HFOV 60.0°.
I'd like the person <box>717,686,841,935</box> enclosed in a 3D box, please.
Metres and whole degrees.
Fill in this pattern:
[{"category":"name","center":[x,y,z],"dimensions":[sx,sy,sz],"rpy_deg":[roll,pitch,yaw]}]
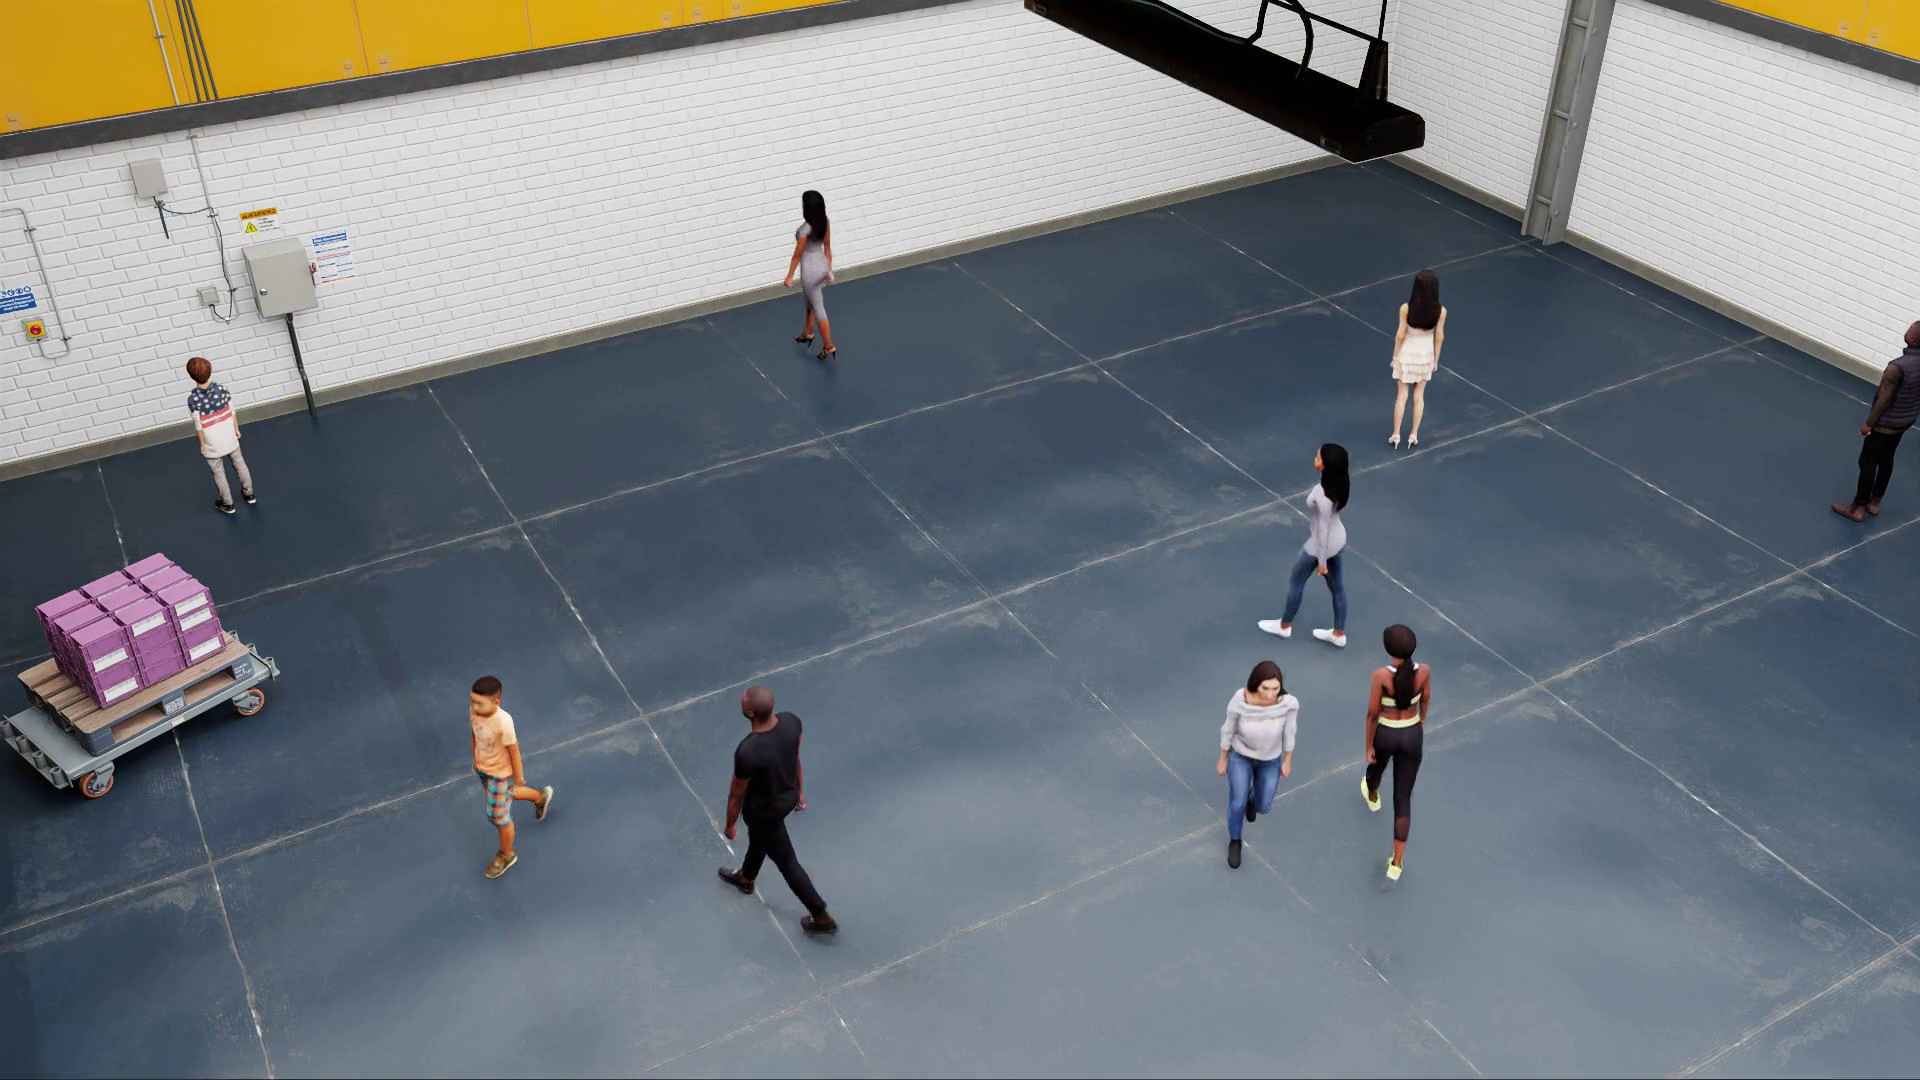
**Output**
[{"category":"person","center":[-1.070,1.662,9.996],"dimensions":[1.321,1.772,1.054],"rpy_deg":[20,39,28]}]

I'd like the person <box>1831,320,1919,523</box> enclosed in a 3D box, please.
[{"category":"person","center":[7.801,-1.005,13.951],"dimensions":[0.703,1.836,0.557],"rpy_deg":[-16,37,-23]}]

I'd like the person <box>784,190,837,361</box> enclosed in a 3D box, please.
[{"category":"person","center":[-1.365,-2.565,16.361],"dimensions":[0.919,1.765,0.813],"rpy_deg":[17,37,24]}]

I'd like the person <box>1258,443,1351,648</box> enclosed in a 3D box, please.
[{"category":"person","center":[2.829,0.083,12.428],"dimensions":[0.996,1.710,0.842],"rpy_deg":[21,39,28]}]

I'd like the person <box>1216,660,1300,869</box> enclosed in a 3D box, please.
[{"category":"person","center":[1.872,1.359,10.596],"dimensions":[0.826,1.612,0.900],"rpy_deg":[5,34,7]}]

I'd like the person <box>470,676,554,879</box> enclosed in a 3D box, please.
[{"category":"person","center":[-2.912,1.427,10.648],"dimensions":[0.921,1.441,0.811],"rpy_deg":[22,40,30]}]

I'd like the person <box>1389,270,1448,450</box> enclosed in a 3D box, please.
[{"category":"person","center":[4.087,-1.607,14.946],"dimensions":[0.665,1.737,0.712],"rpy_deg":[6,34,9]}]

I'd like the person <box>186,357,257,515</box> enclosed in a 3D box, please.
[{"category":"person","center":[-6.329,-0.911,14.168],"dimensions":[0.573,1.439,0.578],"rpy_deg":[25,41,32]}]

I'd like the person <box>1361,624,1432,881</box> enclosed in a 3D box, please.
[{"category":"person","center":[2.777,1.356,10.523],"dimensions":[1.060,1.698,1.243],"rpy_deg":[3,34,5]}]
